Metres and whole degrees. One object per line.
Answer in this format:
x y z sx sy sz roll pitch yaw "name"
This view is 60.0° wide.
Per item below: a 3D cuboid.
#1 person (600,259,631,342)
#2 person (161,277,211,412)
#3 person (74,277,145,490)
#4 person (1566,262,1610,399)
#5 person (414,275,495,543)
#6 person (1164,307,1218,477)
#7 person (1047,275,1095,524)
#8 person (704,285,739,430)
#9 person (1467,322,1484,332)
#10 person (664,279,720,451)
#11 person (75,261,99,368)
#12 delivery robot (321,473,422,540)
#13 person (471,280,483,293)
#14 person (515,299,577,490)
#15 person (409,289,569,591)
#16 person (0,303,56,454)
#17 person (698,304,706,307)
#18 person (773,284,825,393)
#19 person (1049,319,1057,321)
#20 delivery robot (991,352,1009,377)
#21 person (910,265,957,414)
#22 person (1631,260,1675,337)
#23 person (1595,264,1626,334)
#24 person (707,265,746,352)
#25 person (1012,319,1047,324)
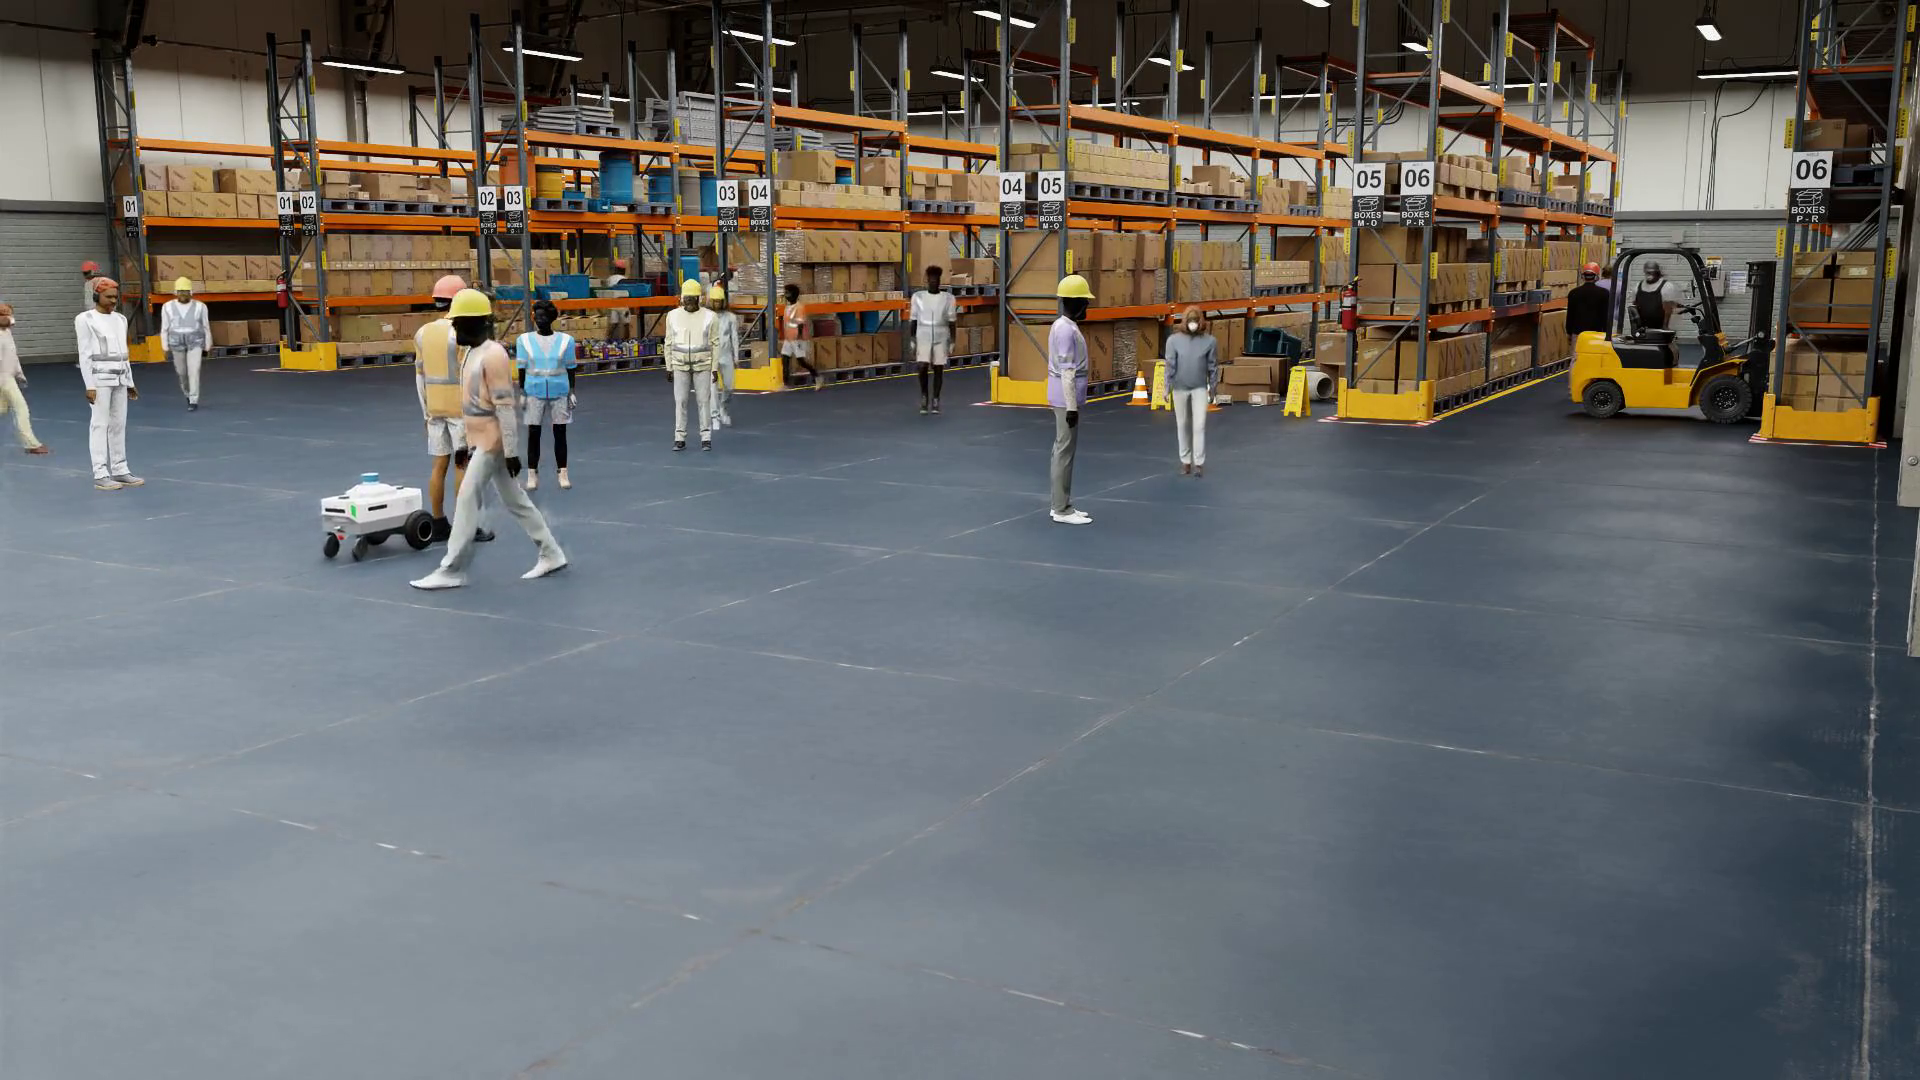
-7.359 -5.020 35.714 0.615 2.023 0.853 6 11 30 "person"
-10.446 -2.656 22.477 0.594 1.803 0.866 -3 10 -16 "person"
-7.606 -1.398 14.873 0.355 1.887 0.574 2 10 13 "person"
9.078 -3.013 24.057 0.605 1.986 0.402 8 13 39 "person"
-3.661 -0.941 12.059 0.552 1.932 0.377 5 11 27 "person"
2.162 -1.377 15.601 0.502 1.596 0.824 2 10 9 "person"
0.858 -1.092 12.962 0.365 1.928 0.586 0 10 0 "person"
-2.921 -2.208 20.085 0.505 1.737 0.548 -3 10 -15 "person"
11.400 -5.062 36.439 0.984 1.860 0.664 4 11 25 "person"
-2.858 -1.860 17.735 0.589 1.834 0.404 0 10 -3 "person"
-16.018 -4.129 30.601 0.654 1.967 0.777 7 12 35 "person"
-4.106 -0.224 11.623 0.477 0.478 0.707 4 11 24 "delivery robot"
-8.722 -3.898 30.236 0.522 1.640 0.306 4 10 22 "person"
-3.670 -1.291 14.795 0.535 1.699 0.321 -3 10 -15 "person"
-2.957 -0.637 10.471 0.999 1.881 0.609 -5 11 -25 "person"
-9.982 -1.671 17.322 0.820 1.599 0.510 -4 10 -20 "person"
-5.994 -5.357 38.260 0.542 1.819 0.973 4 10 21 "person"
-2.463 -3.057 25.251 0.749 1.666 0.538 -7 12 -35 "person"
1.654 -4.071 30.757 0.860 1.810 0.572 -3 10 -17 "person"
0.781 -2.747 26.390 0.477 0.478 0.707 6 11 30 "delivery robot"
-0.346 -2.600 21.724 0.622 1.938 0.787 0 10 -1 "person"
11.232 -3.563 27.098 0.700 2.000 0.759 9 13 41 "person"
11.148 -3.784 28.691 0.631 1.940 0.372 4 11 24 "person"
-3.890 -3.615 27.735 0.660 1.923 0.442 3 10 17 "person"
1.260 -3.853 29.471 0.649 1.815 0.703 3 10 15 "person"
